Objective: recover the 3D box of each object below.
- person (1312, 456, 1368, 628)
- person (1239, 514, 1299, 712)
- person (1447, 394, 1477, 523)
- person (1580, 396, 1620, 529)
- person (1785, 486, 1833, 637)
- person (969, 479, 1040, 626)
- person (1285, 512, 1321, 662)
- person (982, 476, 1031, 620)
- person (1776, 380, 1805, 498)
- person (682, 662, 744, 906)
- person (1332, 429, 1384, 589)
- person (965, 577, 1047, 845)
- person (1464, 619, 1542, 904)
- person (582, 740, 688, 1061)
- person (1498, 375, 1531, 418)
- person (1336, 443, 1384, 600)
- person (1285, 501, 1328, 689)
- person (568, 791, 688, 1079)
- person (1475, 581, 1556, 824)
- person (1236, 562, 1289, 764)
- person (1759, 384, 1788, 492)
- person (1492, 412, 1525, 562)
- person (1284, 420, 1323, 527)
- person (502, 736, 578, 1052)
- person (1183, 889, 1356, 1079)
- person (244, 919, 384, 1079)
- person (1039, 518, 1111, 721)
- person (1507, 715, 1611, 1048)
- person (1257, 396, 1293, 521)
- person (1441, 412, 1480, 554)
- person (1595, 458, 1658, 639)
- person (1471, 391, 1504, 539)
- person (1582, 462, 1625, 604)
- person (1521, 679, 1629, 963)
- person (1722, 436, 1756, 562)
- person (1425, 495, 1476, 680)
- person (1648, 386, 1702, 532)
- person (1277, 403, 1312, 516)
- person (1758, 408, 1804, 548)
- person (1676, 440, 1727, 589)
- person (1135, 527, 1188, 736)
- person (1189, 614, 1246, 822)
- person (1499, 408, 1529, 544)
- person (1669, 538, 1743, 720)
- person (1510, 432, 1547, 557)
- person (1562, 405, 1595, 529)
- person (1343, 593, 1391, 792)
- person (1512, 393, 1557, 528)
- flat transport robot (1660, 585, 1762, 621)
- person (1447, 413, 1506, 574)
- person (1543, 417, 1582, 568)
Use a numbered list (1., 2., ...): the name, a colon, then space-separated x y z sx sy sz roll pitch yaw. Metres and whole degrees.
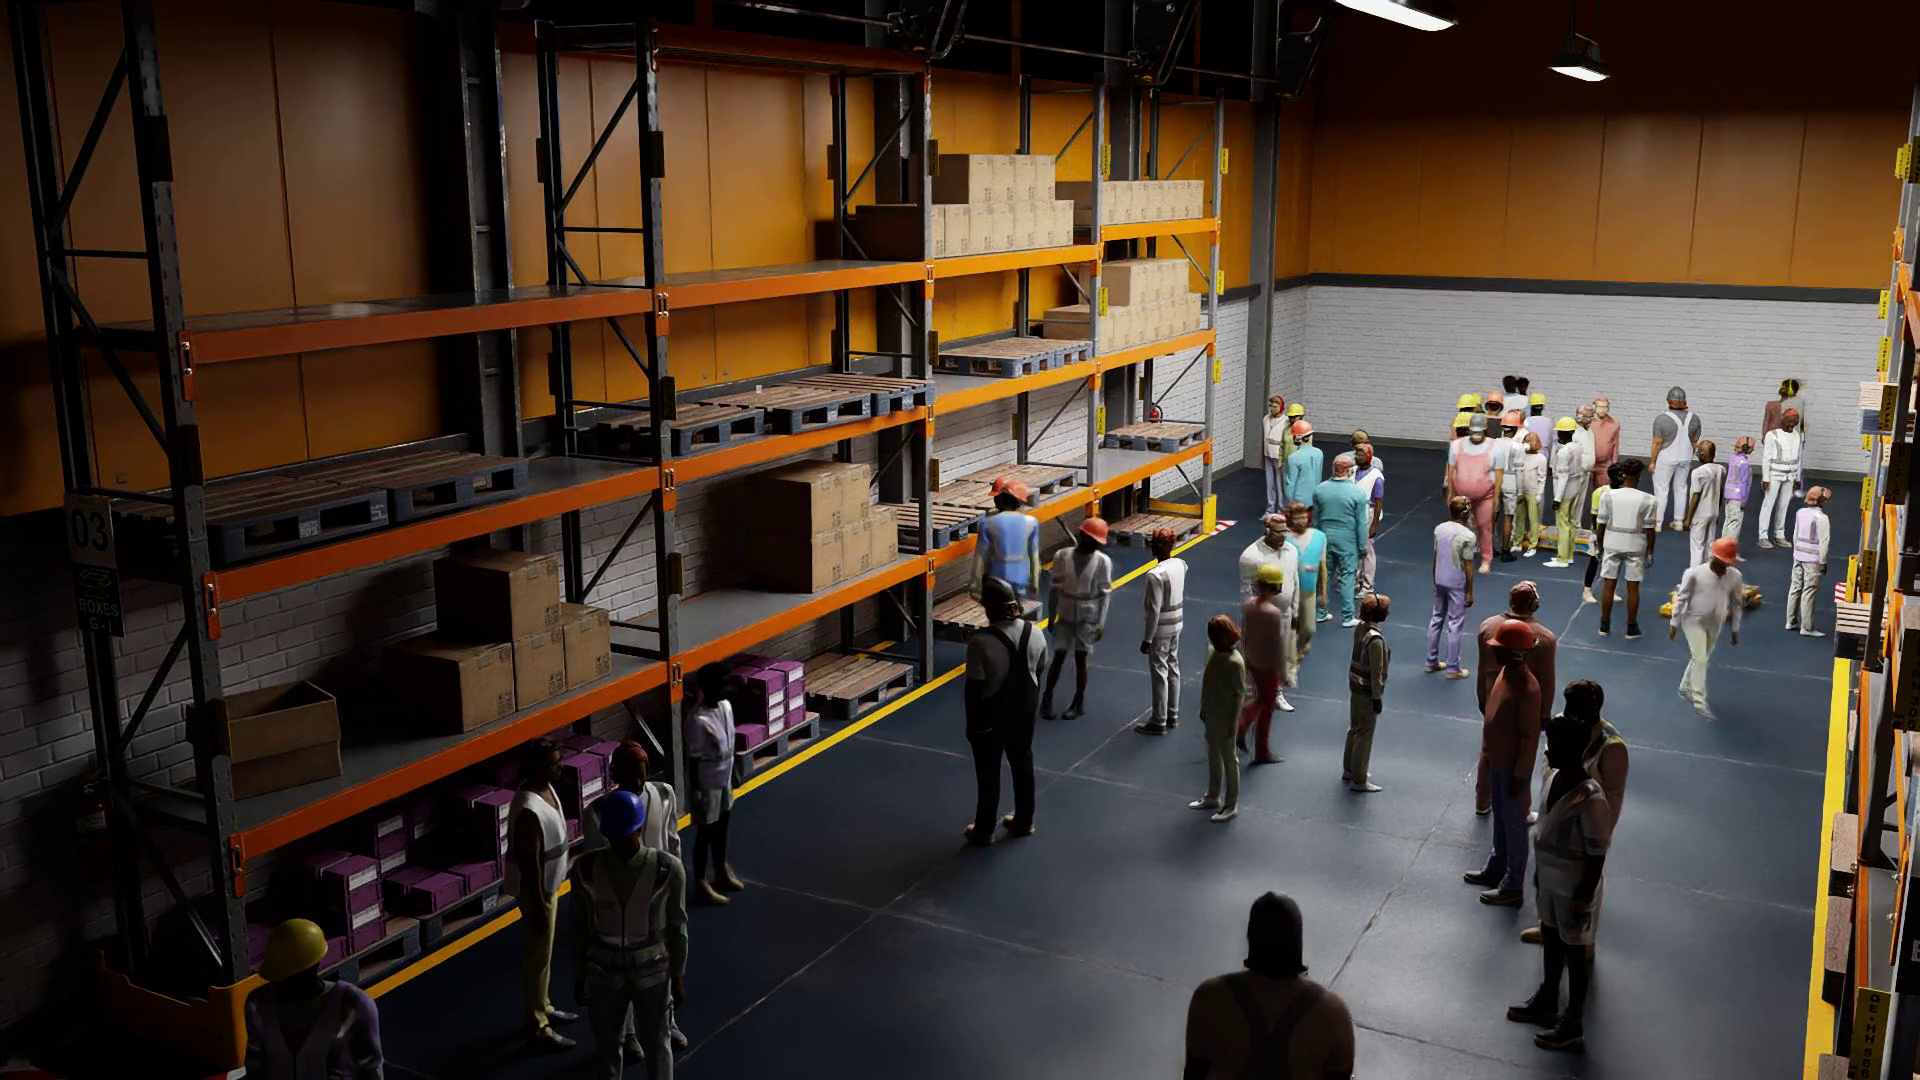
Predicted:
1. person: 4.202 0.011 18.394 0.650 1.900 0.401 11 17 41
2. person: 2.874 0.685 15.366 0.644 1.900 0.399 -7 14 -28
3. person: 7.038 -1.078 23.189 0.383 1.928 0.588 -8 15 -31
4. person: 8.828 -1.050 23.108 0.641 1.912 0.410 0 13 1
5. person: 9.202 0.224 18.013 0.310 1.639 0.514 -2 13 -8
6. person: 0.426 0.403 16.405 0.720 1.995 0.457 -2 13 -11
7. person: 3.379 0.501 16.740 0.552 1.657 0.867 12 17 43
8. person: 0.444 0.344 16.670 0.378 1.996 0.611 -12 17 -43
9. person: 12.772 -1.548 25.530 0.666 1.839 0.322 -6 14 -25
10. person: -1.715 1.656 11.480 0.332 1.691 0.539 5 13 20
11. person: 4.783 -0.377 20.027 0.635 1.939 0.366 8 15 32
12. person: 0.290 1.257 12.479 0.681 2.000 0.535 -8 15 -32
13. person: 3.763 1.512 11.441 0.379 1.996 0.609 0 13 0
14. person: -1.832 2.026 9.418 0.582 1.879 0.375 -10 16 -37
15. person: 8.472 -1.572 25.496 0.680 1.886 0.559 8 15 33
16. person: 4.748 -0.231 19.582 0.387 1.846 0.566 -6 14 -24
17. person: 3.318 0.504 16.347 0.580 1.835 0.610 -2 13 -8
18. person: -1.686 2.196 8.485 0.605 1.948 0.385 -1 13 -3
19. person: 4.297 1.248 12.856 0.394 1.899 0.642 -11 17 -41
20. person: 2.583 1.047 14.066 0.355 1.756 0.538 -3 13 -14
21. person: 12.784 -1.598 25.916 0.535 1.753 0.341 6 14 24
22. person: 7.024 -0.681 21.417 0.387 1.929 0.544 -9 16 -36
23. person: 4.186 -0.484 20.414 0.618 1.987 0.411 -9 16 -36
24. person: -2.422 2.008 9.557 0.387 1.845 0.565 -2 13 -8
25. person: 1.310 2.452 7.132 0.714 2.000 0.536 2 13 9
26. person: -2.767 2.509 7.145 0.585 1.921 0.383 1 13 3
27. person: 1.047 0.723 15.253 0.648 1.879 0.399 2 13 11
28. person: 3.477 1.946 9.569 0.372 1.963 0.608 -1 13 -6
29. person: 4.524 -1.148 23.717 0.393 1.836 0.560 -8 15 -32
30. person: 6.522 -0.721 21.634 0.393 1.909 0.600 -3 13 -15
31. person: 7.158 0.087 17.890 0.613 1.962 0.367 8 15 31
32. person: 7.231 -1.019 22.713 0.617 2.028 0.410 3 13 15
33. person: 7.534 -0.083 19.291 0.547 1.689 0.322 -3 13 -15
34. person: 3.926 1.775 10.614 0.430 1.845 0.624 -5 13 -21
35. person: 10.018 -0.535 21.428 0.321 1.631 0.527 2 13 8
36. person: 4.886 0.466 16.499 0.349 1.837 0.502 -8 15 -31
37. person: 9.889 -1.134 23.188 0.684 2.000 0.538 -2 13 -10
38. person: 4.694 -1.043 23.398 0.523 1.769 0.315 12 17 43
39. person: 10.950 -0.828 22.167 0.572 1.886 0.354 -3 13 -12
40. person: 8.834 -0.273 19.789 0.505 1.840 0.346 -6 14 -24
41. person: 1.799 0.809 14.847 0.355 1.883 0.575 8 15 33
42. person: 2.018 1.365 12.914 0.278 1.633 0.498 -5 14 -23
43. person: 7.525 -0.859 22.424 0.379 1.836 0.565 3 13 14
44. person: 6.939 0.783 15.429 0.619 1.679 0.787 -2 13 -7
45. person: 7.407 -0.603 21.723 0.281 1.636 0.500 -8 15 -31
46. person: 8.327 -0.882 22.399 0.400 1.896 0.653 12 17 42
47. person: 3.315 1.232 13.517 0.312 1.631 0.514 0 13 -1
48. person: 8.038 -1.101 23.325 0.587 1.918 0.398 0 13 2
49. flat transport robot: 8.638 0.673 19.091 0.652 0.197 1.431 11 17 41
50. person: 6.409 -0.597 20.781 0.693 2.000 0.535 8 15 31
51. person: 7.644 -0.606 21.078 0.382 1.924 0.594 10 16 37
